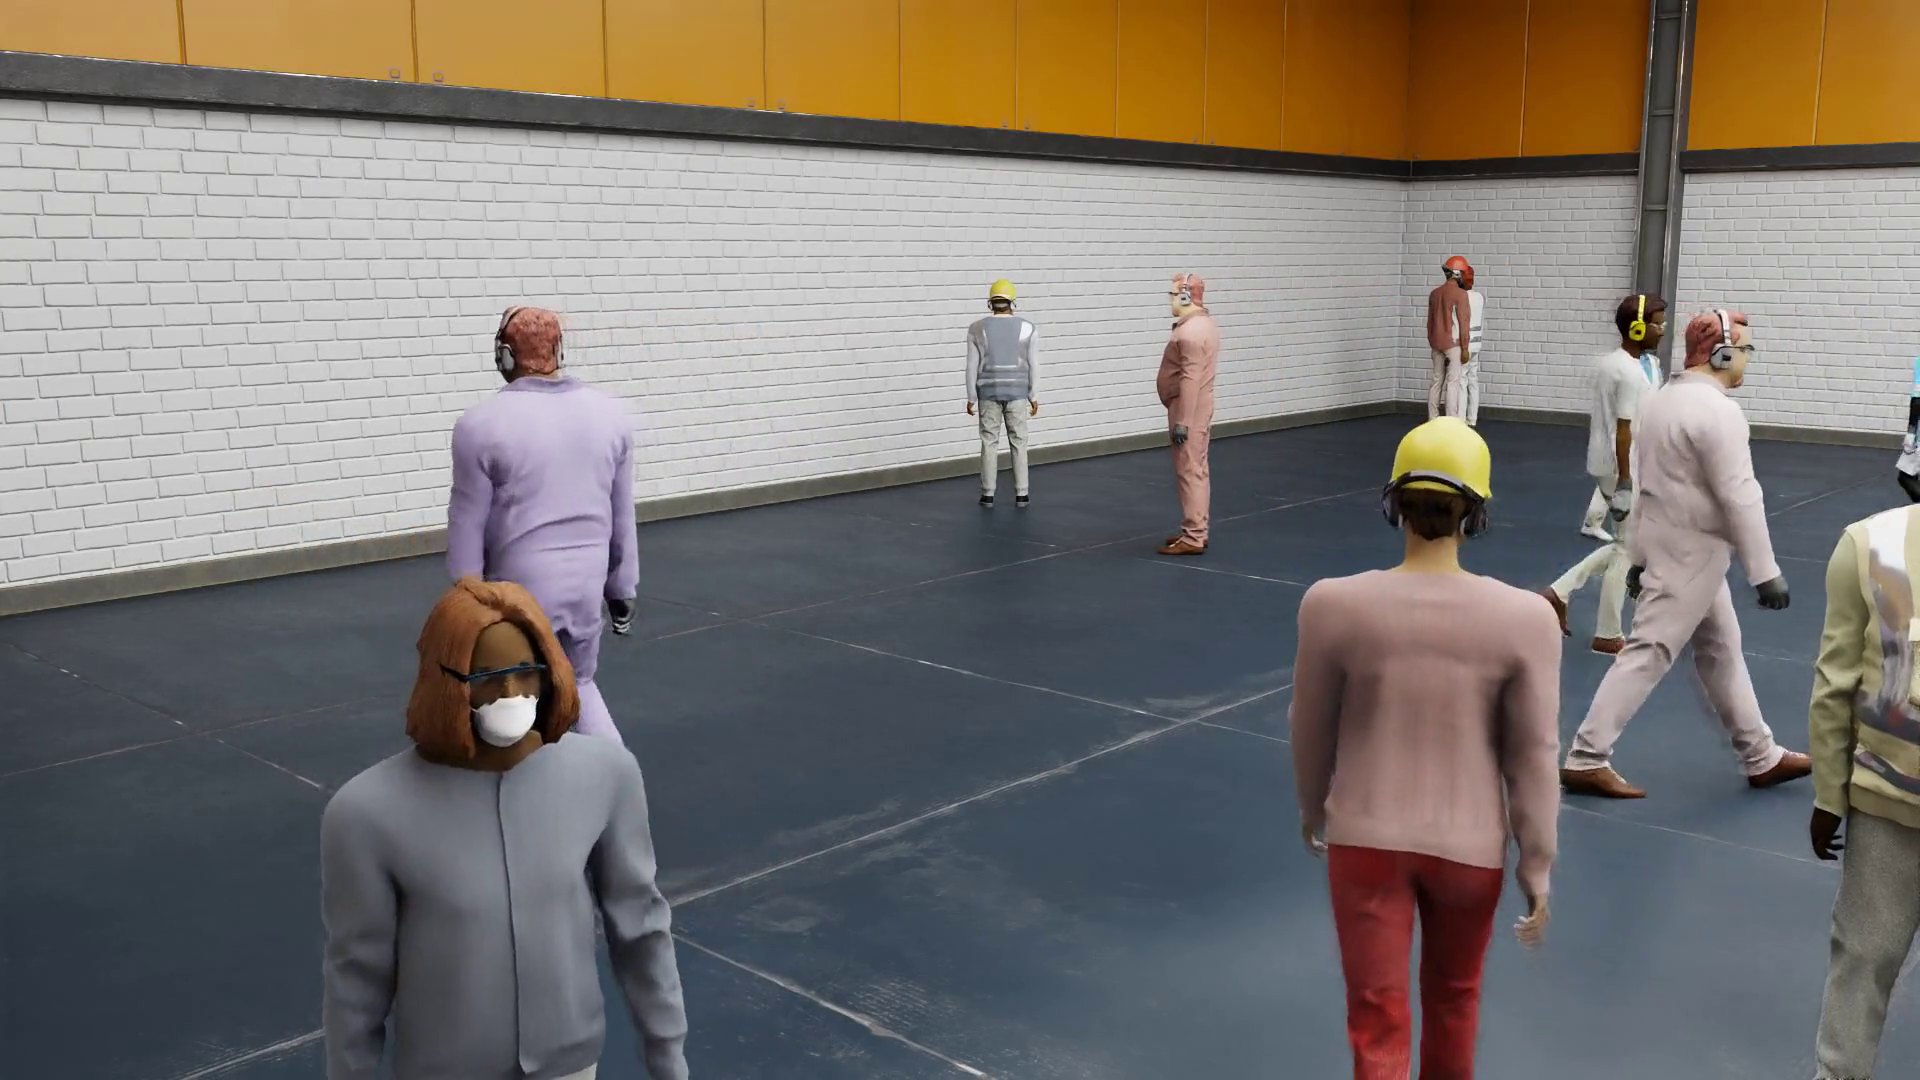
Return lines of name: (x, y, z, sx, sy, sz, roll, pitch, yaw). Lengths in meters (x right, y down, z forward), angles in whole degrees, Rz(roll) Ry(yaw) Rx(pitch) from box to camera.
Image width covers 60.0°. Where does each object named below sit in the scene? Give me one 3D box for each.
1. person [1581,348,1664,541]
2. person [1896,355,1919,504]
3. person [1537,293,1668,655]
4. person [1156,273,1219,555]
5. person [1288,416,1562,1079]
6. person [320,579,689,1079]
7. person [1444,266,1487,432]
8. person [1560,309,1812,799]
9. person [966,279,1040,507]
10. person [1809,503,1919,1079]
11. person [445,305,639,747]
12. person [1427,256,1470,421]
person: (4.719, -0.740, 11.575, 0.514, 1.592, 0.847, -9, 13, -41)
person: (6.548, -0.706, 11.093, 0.555, 1.684, 0.362, -1, 10, -5)
person: (3.290, -0.322, 8.449, 0.491, 1.851, 0.538, 2, 10, 10)
person: (1.534, -0.851, 11.308, 0.403, 1.906, 0.651, 3, 10, 17)
person: (0.955, 0.607, 3.512, 0.535, 1.730, 0.817, 2, 10, 11)
person: (-0.687, 0.837, 2.589, 0.518, 1.580, 0.850, -7, 12, -36)
person: (5.612, -2.110, 18.533, 0.574, 1.887, 0.355, -8, 13, -40)
person: (2.786, 0.074, 6.229, 1.028, 1.848, 0.647, 2, 10, 10)
person: (0.341, -1.174, 13.365, 0.598, 1.828, 0.403, 0, 10, -2)
person: (2.131, 0.551, 3.548, 0.591, 1.829, 0.404, 4, 11, 20)
person: (-1.370, 0.176, 5.513, 0.459, 1.894, 0.659, 9, 13, 41)
person: (5.463, -2.158, 18.525, 0.391, 1.987, 0.608, -4, 11, -24)
